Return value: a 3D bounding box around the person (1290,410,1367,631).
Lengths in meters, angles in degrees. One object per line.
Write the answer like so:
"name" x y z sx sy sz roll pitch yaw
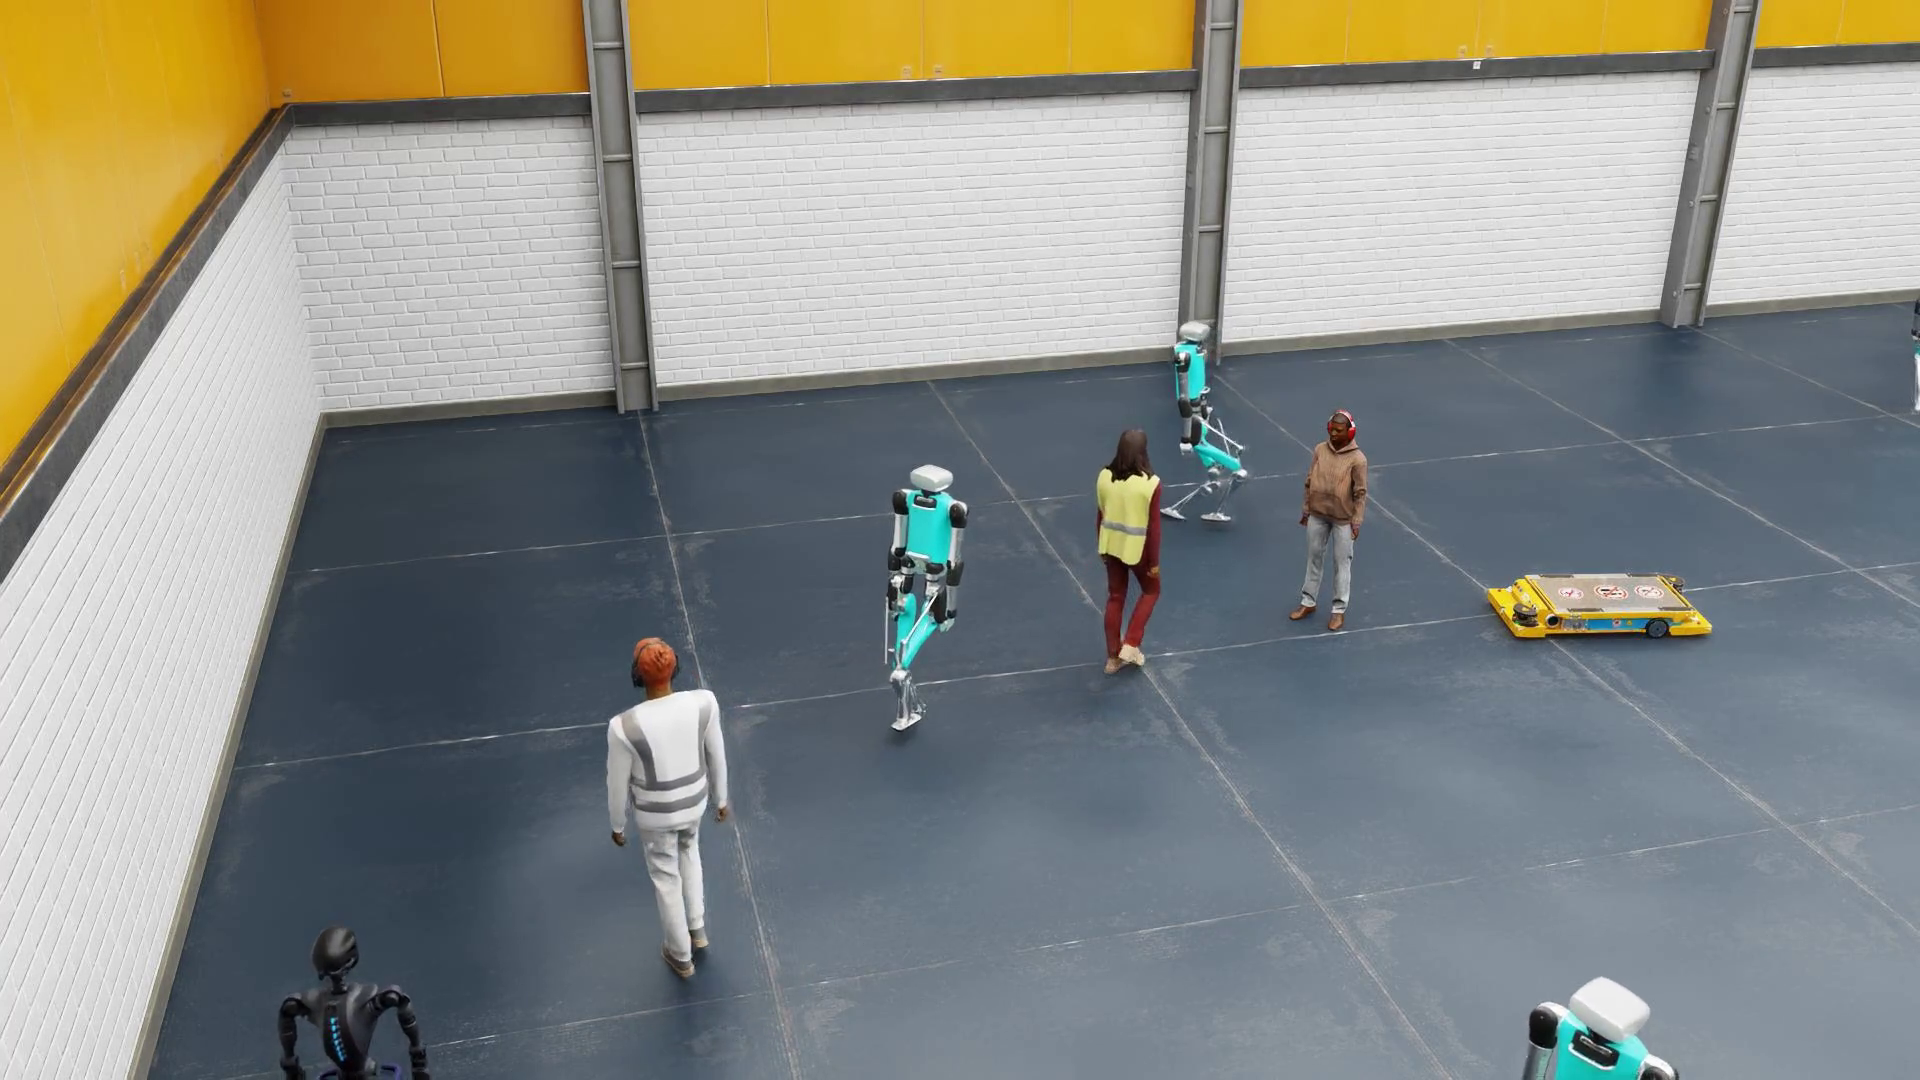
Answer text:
"person" 2.693 -0.158 11.998 0.460 1.651 0.332 17 29 33

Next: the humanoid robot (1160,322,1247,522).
"humanoid robot" 2.044 -0.892 13.564 0.974 1.745 0.547 9 25 20

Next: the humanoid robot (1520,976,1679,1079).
"humanoid robot" 2.015 2.485 5.943 0.982 1.763 0.547 -21 31 -39

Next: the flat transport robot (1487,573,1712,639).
"flat transport robot" 4.702 0.486 12.255 1.431 0.231 0.659 -1 24 -2

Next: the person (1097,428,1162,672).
"person" 1.150 0.081 11.332 0.489 1.751 0.443 14 28 29

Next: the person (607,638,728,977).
"person" -1.492 1.325 8.360 0.602 1.870 0.507 -15 28 -30

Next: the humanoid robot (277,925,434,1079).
"humanoid robot" -2.366 2.227 6.603 0.593 1.623 0.778 -2 24 -5

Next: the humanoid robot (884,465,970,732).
"humanoid robot" -0.337 0.479 10.493 0.530 1.784 0.855 13 27 28

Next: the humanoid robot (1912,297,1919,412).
"humanoid robot" 9.562 -2.063 16.273 0.570 1.819 0.765 10 26 21
